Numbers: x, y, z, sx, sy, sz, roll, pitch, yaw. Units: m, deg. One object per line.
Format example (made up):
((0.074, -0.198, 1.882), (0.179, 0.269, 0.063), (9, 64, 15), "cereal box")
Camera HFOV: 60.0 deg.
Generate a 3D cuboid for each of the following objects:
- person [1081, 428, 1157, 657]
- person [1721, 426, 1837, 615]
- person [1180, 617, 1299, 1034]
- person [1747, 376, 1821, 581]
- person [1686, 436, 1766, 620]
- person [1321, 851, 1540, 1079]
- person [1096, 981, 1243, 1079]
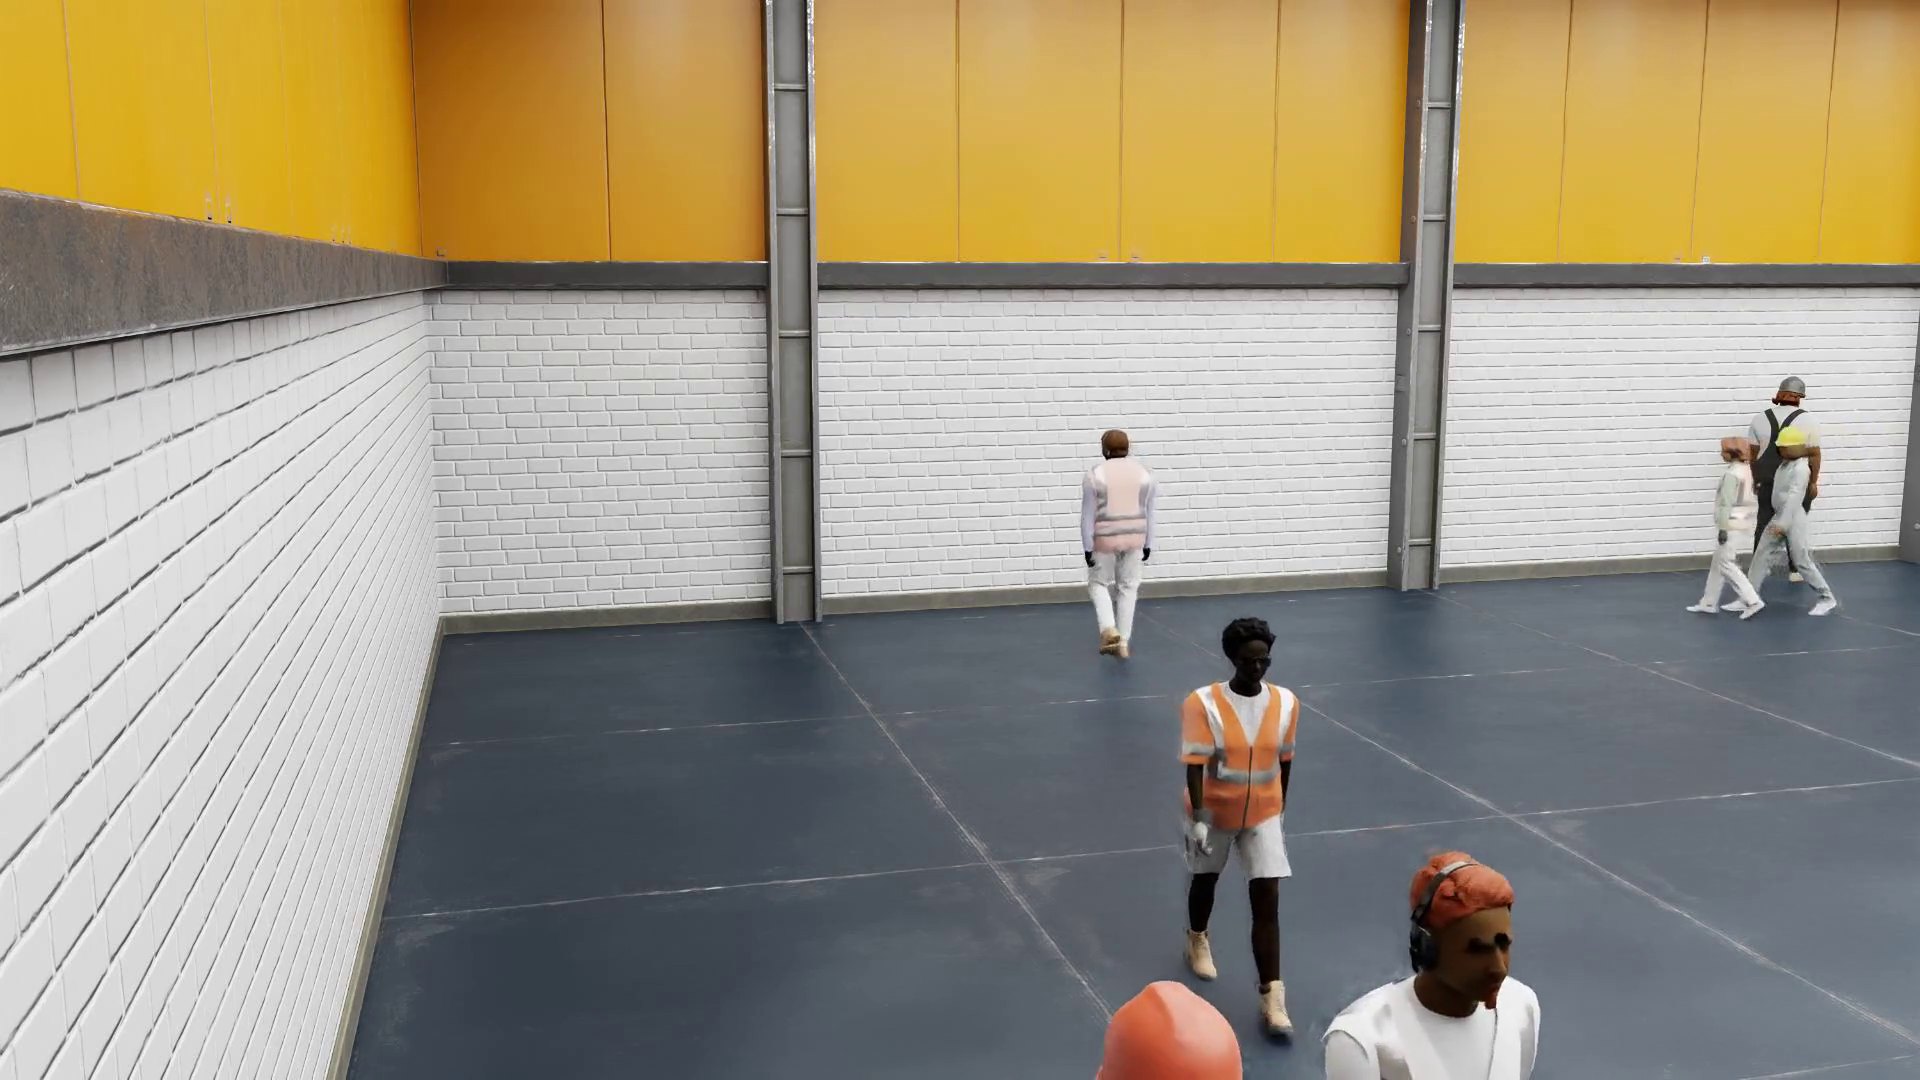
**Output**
((1.241, 0.034, 13.089), (0.621, 1.823, 0.467), (-2, 9, -11), "person")
((7.356, -0.168, 14.737), (0.898, 1.692, 0.486), (0, 9, 0), "person")
((1.143, 1.120, 6.850), (0.531, 1.647, 0.893), (-1, 9, -8), "person")
((8.202, -0.622, 16.502), (0.535, 2.000, 0.674), (-8, 12, -41), "person")
((6.784, -0.107, 14.605), (0.666, 1.622, 0.528), (7, 11, 37), "person")
((1.032, 1.573, 3.425), (0.578, 1.834, 0.949), (-4, 10, -21), "person")
((0.322, 1.641, 2.803), (0.574, 1.895, 0.917), (-2, 9, -11), "person")
